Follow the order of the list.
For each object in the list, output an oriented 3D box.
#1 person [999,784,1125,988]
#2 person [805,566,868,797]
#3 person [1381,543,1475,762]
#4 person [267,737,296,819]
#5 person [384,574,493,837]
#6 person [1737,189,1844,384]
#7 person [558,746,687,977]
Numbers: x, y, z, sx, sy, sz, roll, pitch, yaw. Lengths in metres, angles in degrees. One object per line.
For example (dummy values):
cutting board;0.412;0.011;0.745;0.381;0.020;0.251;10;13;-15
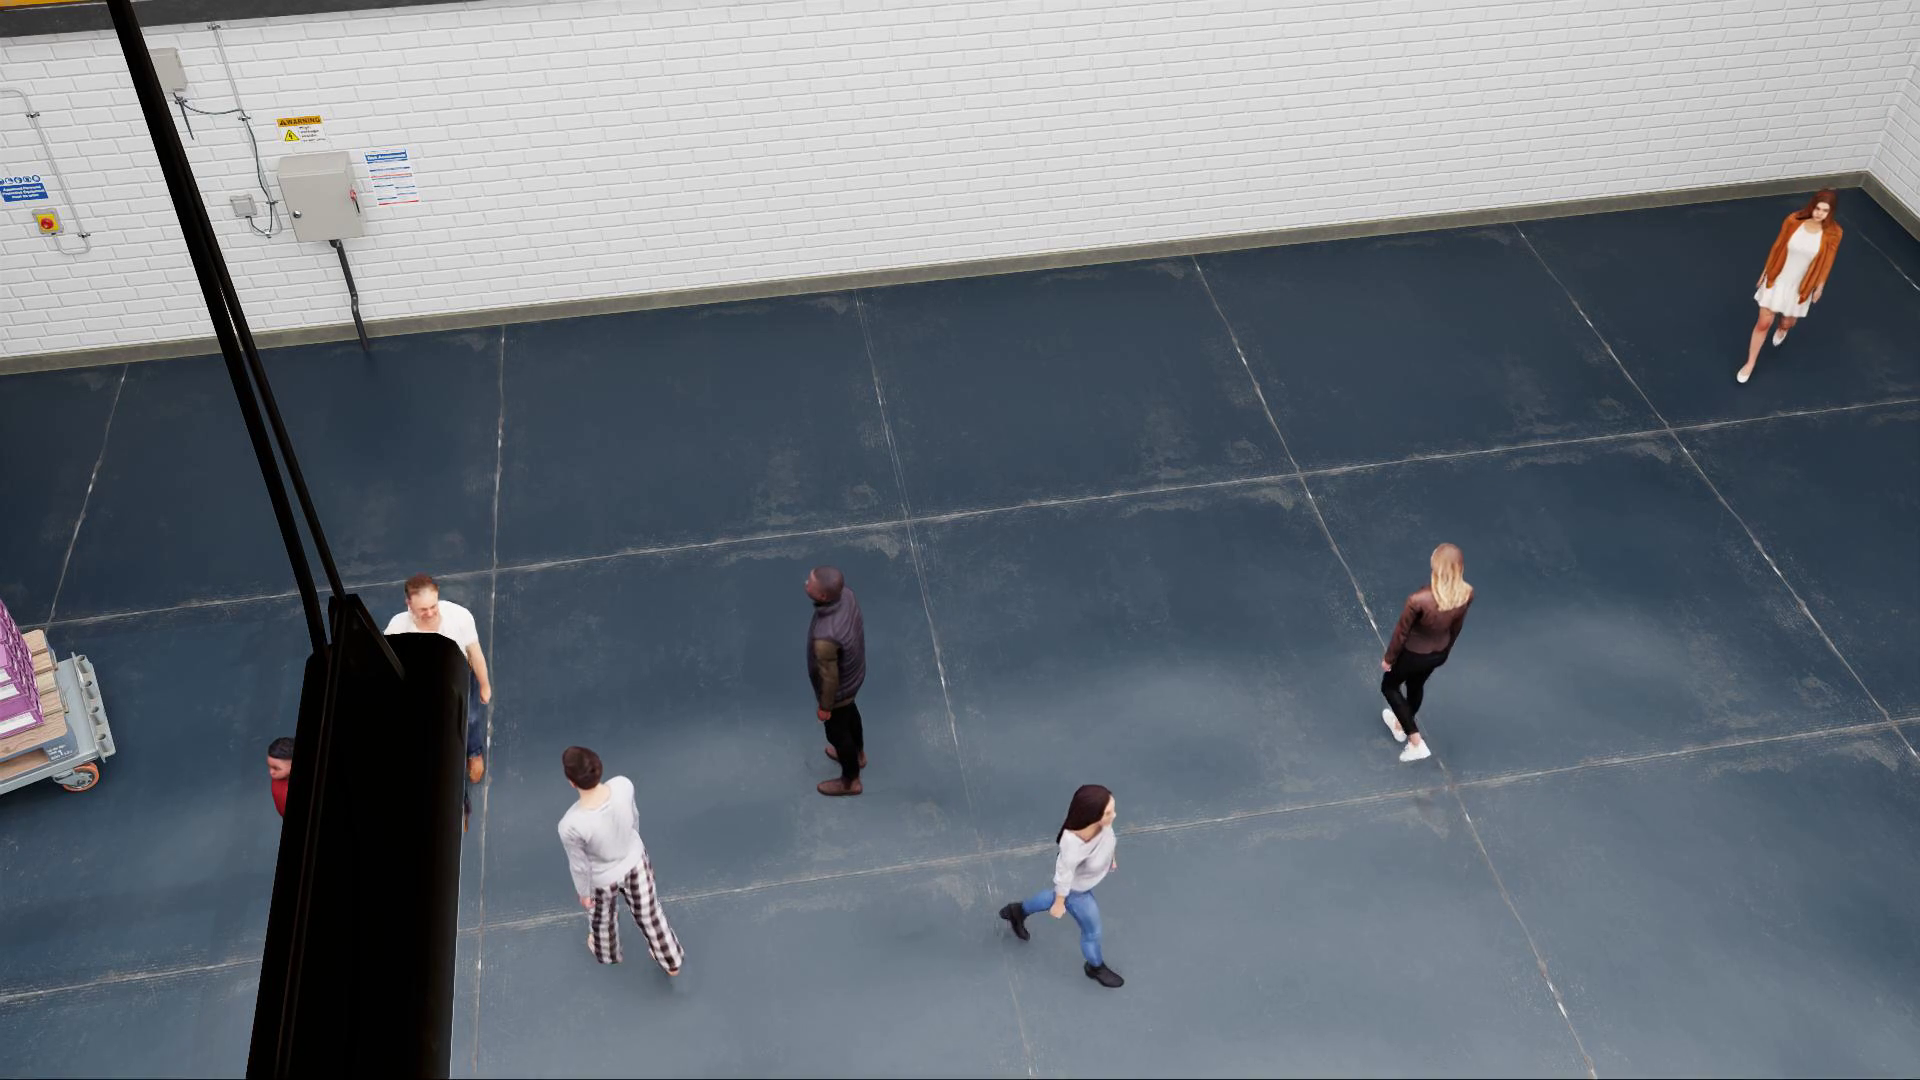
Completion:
person;0.555;1.805;8.954;1.029;1.601;1.051;18;46;18
person;-0.726;0.826;9.813;0.824;1.835;0.625;6;44;6
person;2.811;0.731;10.016;0.714;1.692;0.849;-15;46;-15
person;-3.686;1.557;9.466;0.578;1.255;0.622;19;47;19
person;-3.049;0.786;9.864;0.746;1.823;1.032;-11;45;-12
person;6.473;-2.039;12.922;0.975;1.694;1.050;24;49;23
person;-1.809;1.745;8.842;0.955;1.843;0.867;34;53;30
